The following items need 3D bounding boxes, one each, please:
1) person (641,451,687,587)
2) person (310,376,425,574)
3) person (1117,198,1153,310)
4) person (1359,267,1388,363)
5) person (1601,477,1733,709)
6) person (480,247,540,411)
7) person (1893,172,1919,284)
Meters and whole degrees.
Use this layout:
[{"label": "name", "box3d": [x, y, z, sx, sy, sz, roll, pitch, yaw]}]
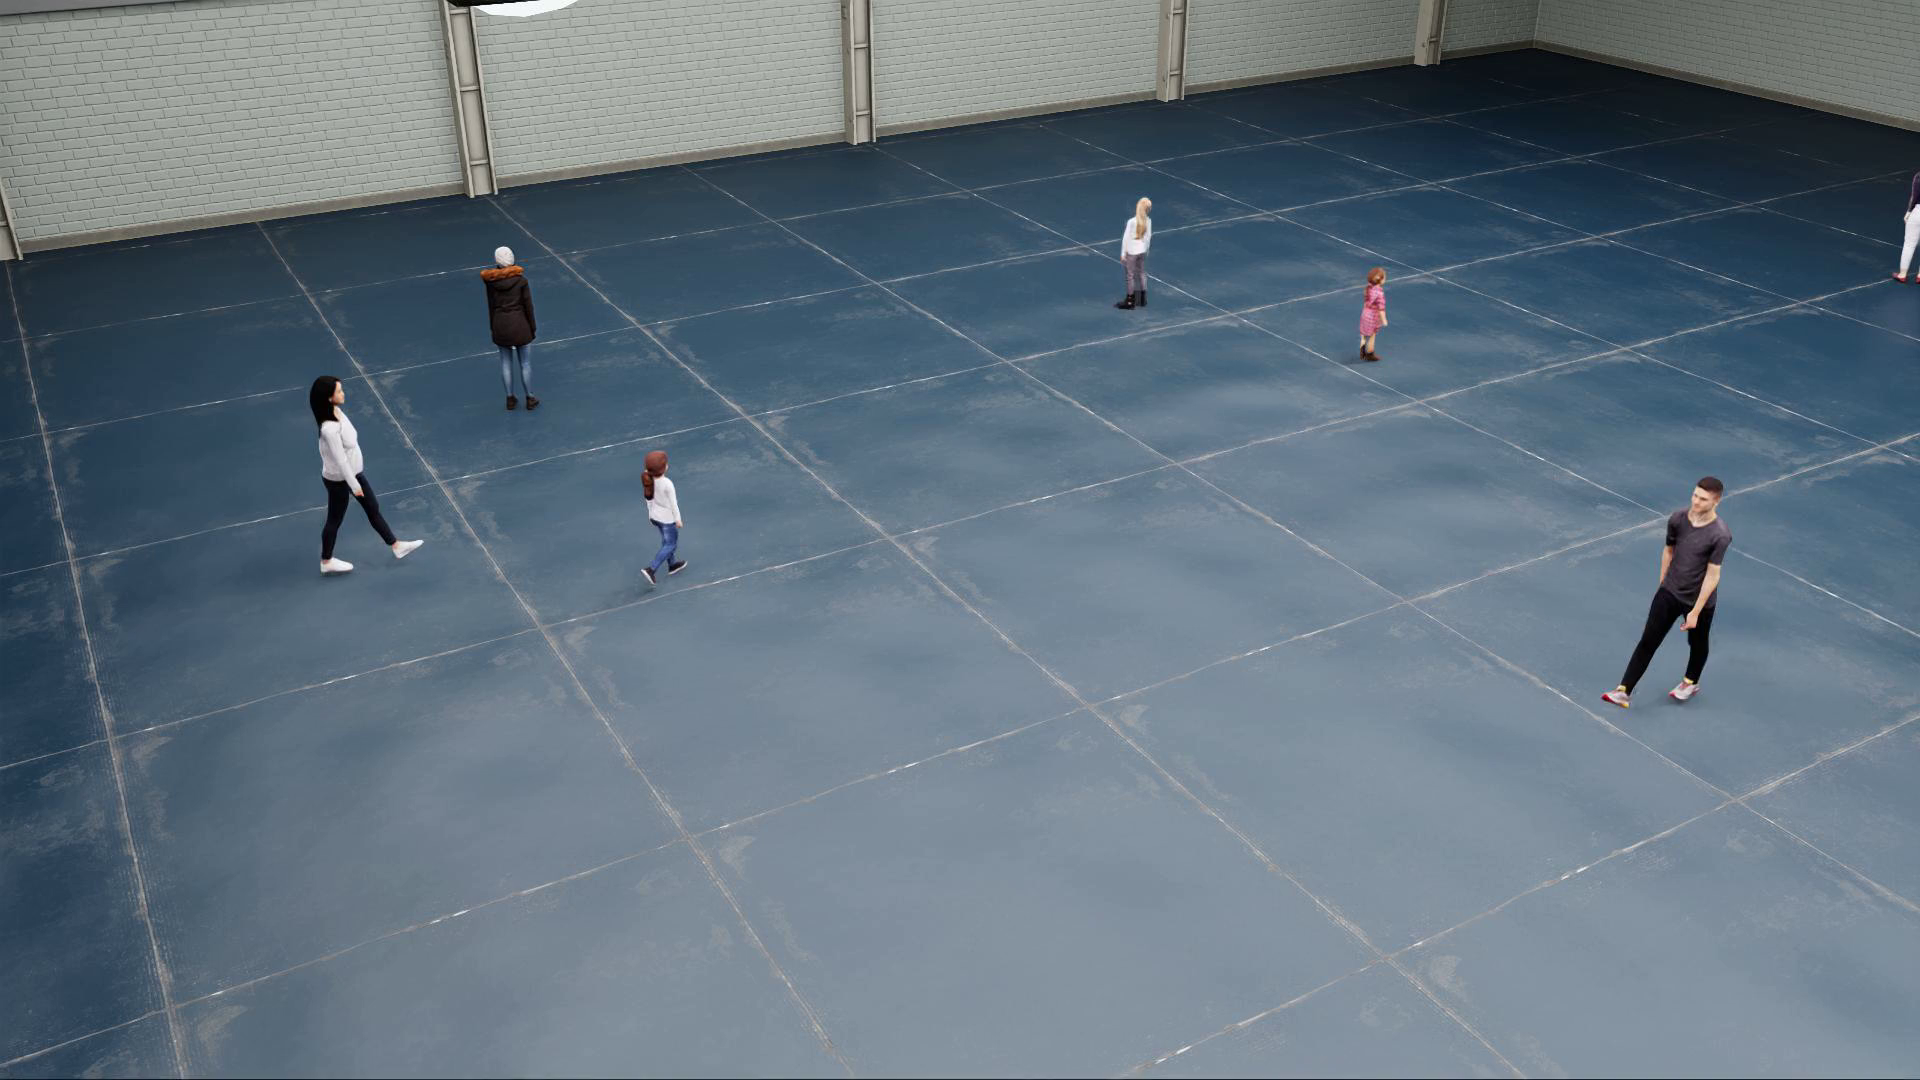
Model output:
[{"label": "person", "box3d": [-2.364, -0.171, 13.090, 0.582, 1.100, 0.773, 21, 34, 35]}, {"label": "person", "box3d": [-4.944, -0.475, 13.067, 1.121, 1.661, 0.851, -6, 28, -12]}, {"label": "person", "box3d": [2.001, -3.253, 18.900, 0.584, 1.261, 0.442, 24, 35, 38]}, {"label": "person", "box3d": [4.303, -2.360, 17.427, 0.491, 1.020, 0.458, -10, 29, -19]}, {"label": "person", "box3d": [5.029, 0.379, 11.349, 1.149, 1.716, 0.699, -18, 32, -31]}, {"label": "person", "box3d": [-4.363, -2.060, 16.176, 0.677, 1.634, 0.773, -2, 27, -3]}, {"label": "person", "box3d": [11.406, -3.835, 19.651, 0.680, 1.607, 0.737, 8, 28, 15]}]
